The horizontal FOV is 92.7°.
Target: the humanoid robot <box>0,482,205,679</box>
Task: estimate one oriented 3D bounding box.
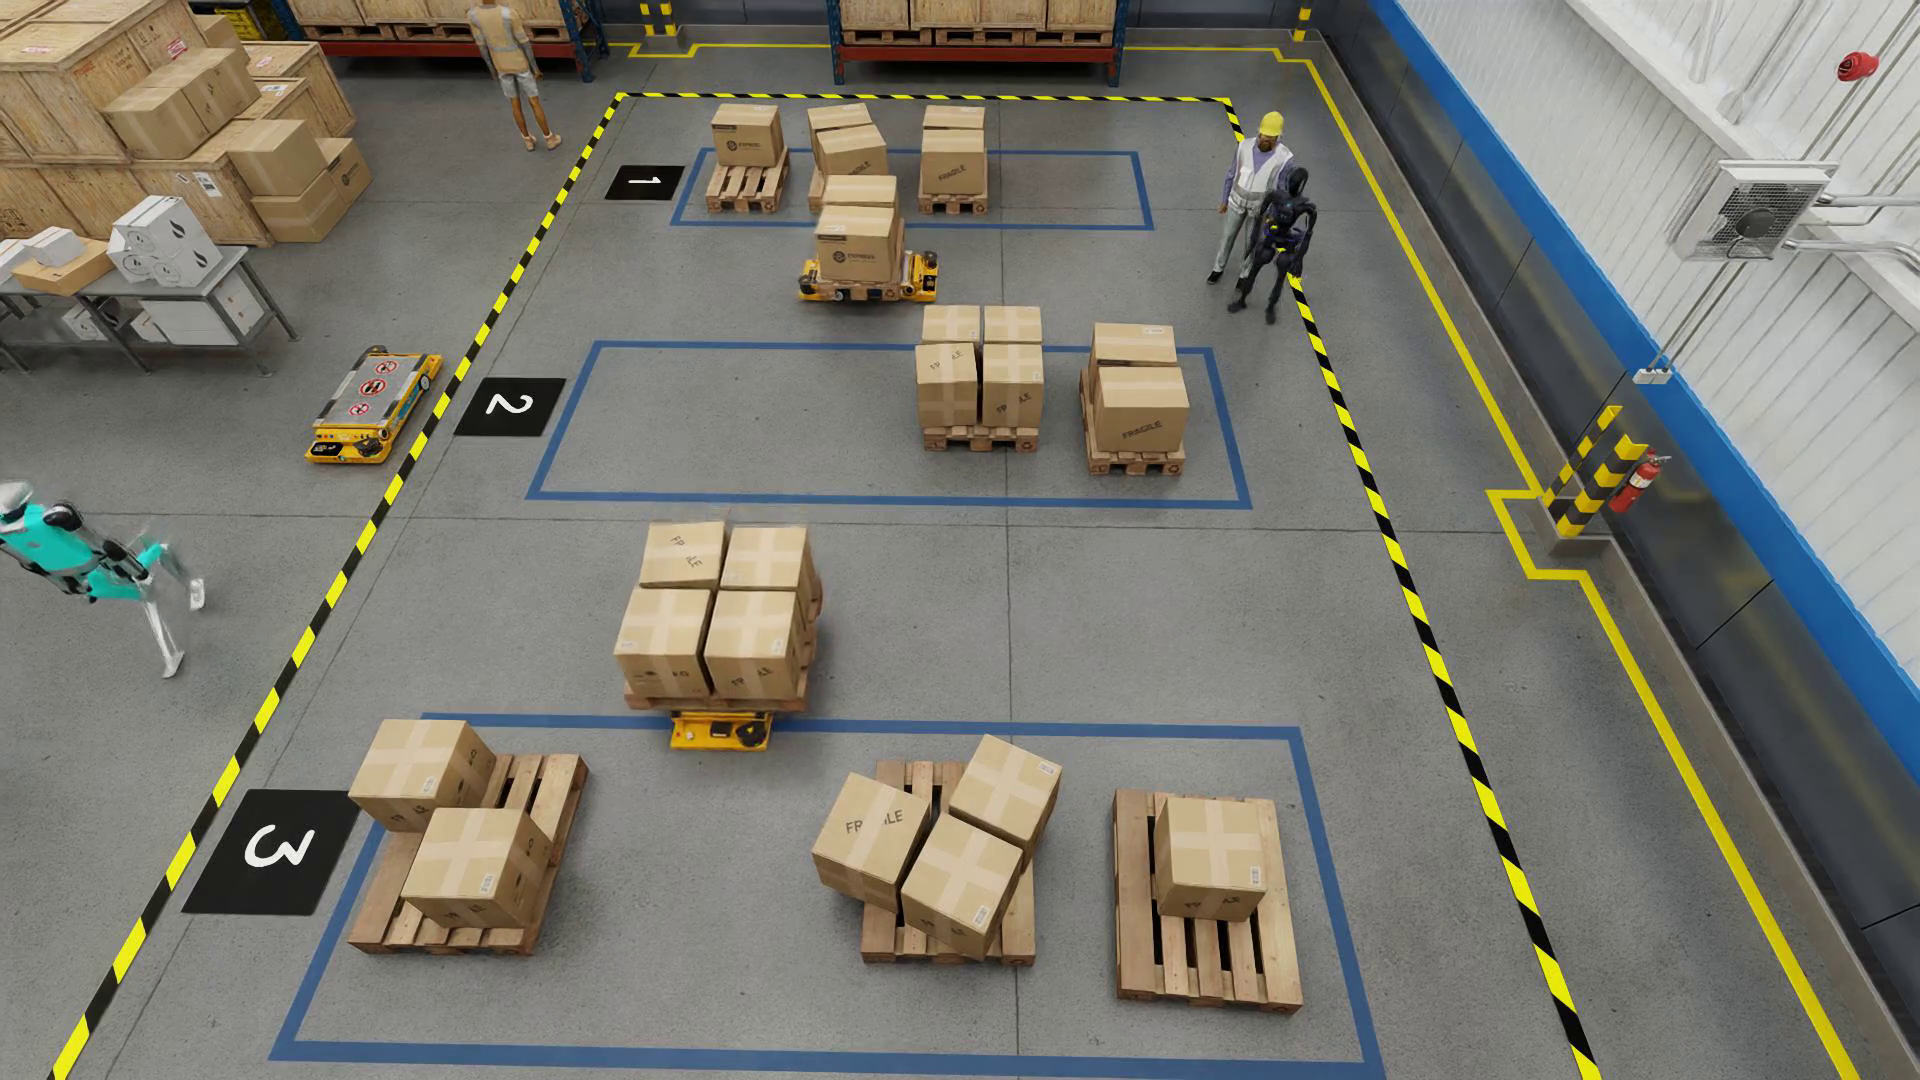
[{"bbox_3d":[-5.869,0.110,6.342,0.548,1.763,1.043,-12,51,-10],"label":"humanoid robot"}]

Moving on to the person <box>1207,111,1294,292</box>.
[{"bbox_3d":[2.903,-3.370,9.191,0.589,1.837,0.404,21,53,17],"label":"person"}]

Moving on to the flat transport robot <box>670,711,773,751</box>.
[{"bbox_3d":[-1.632,0.837,6.641,0.652,0.197,1.431,1,50,1],"label":"flat transport robot"}]

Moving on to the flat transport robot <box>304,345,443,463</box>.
[{"bbox_3d":[-5.383,-1.269,8.441,0.659,0.231,1.431,1,50,1],"label":"flat transport robot"}]

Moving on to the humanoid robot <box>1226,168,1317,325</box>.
[{"bbox_3d":[3.058,-2.823,8.840,0.614,1.640,0.371,23,54,19],"label":"humanoid robot"}]

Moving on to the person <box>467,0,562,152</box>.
[{"bbox_3d":[-5.397,-5.732,11.056,0.604,2.045,0.375,-2,50,-2],"label":"person"}]

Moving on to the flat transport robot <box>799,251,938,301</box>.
[{"bbox_3d":[-0.958,-2.816,9.732,1.431,0.197,0.652,1,50,1],"label":"flat transport robot"}]
